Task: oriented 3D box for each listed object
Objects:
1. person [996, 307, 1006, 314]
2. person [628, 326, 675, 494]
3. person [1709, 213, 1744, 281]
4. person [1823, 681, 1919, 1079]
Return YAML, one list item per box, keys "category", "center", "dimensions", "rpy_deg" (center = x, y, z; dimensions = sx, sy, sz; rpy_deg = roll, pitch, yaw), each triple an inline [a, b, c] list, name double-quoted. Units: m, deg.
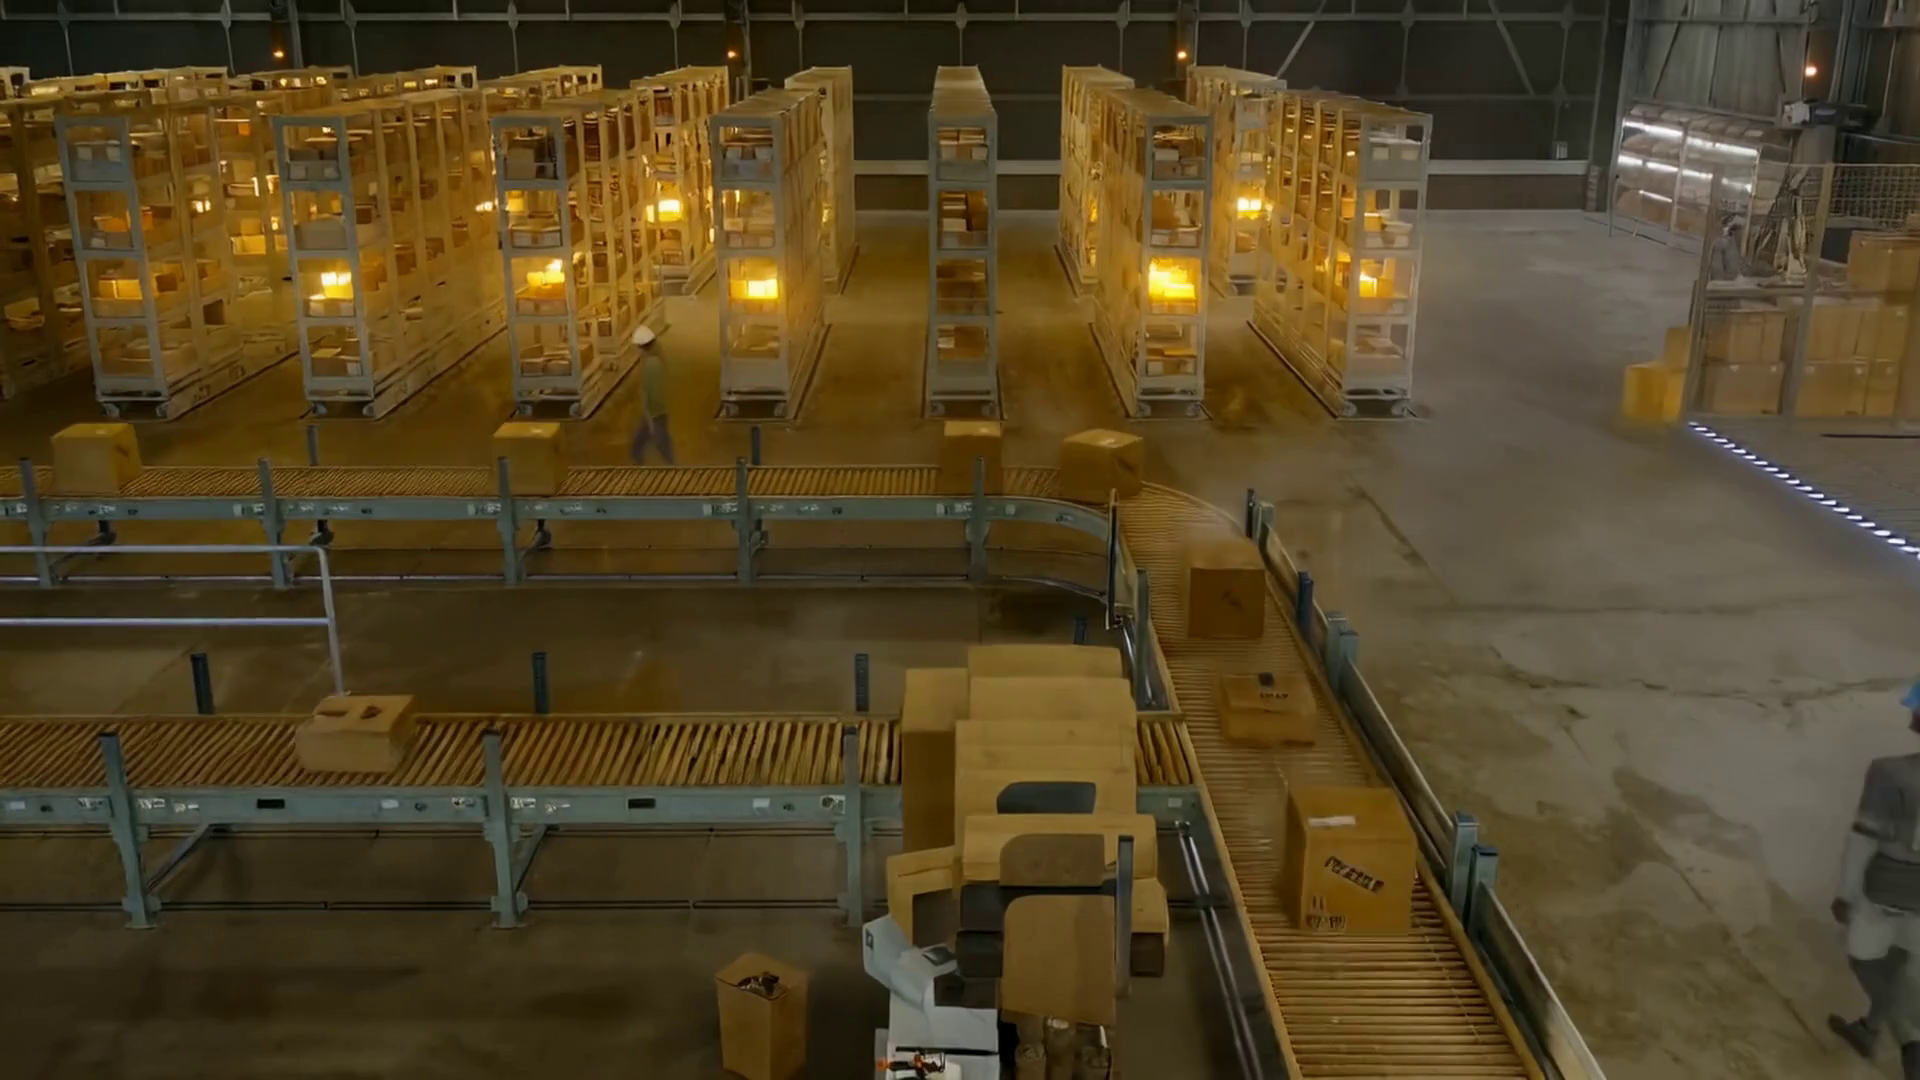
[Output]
- category: "person"
  center: [0.384, -4.490, 26.522]
  dimensions: [0.671, 1.818, 0.572]
  rpy_deg: [2, 18, 5]
- category: "person"
  center: [-3.203, -1.294, 16.793]
  dimensions: [0.728, 1.734, 0.542]
  rpy_deg: [4, 18, 13]
- category: "person"
  center: [10.841, -3.647, 23.648]
  dimensions: [0.376, 1.995, 0.612]
  rpy_deg: [8, 20, 24]
- category: "person"
  center: [4.314, 1.584, 7.497]
  dimensions: [0.624, 2.026, 0.784]
  rpy_deg: [-2, 18, -6]
